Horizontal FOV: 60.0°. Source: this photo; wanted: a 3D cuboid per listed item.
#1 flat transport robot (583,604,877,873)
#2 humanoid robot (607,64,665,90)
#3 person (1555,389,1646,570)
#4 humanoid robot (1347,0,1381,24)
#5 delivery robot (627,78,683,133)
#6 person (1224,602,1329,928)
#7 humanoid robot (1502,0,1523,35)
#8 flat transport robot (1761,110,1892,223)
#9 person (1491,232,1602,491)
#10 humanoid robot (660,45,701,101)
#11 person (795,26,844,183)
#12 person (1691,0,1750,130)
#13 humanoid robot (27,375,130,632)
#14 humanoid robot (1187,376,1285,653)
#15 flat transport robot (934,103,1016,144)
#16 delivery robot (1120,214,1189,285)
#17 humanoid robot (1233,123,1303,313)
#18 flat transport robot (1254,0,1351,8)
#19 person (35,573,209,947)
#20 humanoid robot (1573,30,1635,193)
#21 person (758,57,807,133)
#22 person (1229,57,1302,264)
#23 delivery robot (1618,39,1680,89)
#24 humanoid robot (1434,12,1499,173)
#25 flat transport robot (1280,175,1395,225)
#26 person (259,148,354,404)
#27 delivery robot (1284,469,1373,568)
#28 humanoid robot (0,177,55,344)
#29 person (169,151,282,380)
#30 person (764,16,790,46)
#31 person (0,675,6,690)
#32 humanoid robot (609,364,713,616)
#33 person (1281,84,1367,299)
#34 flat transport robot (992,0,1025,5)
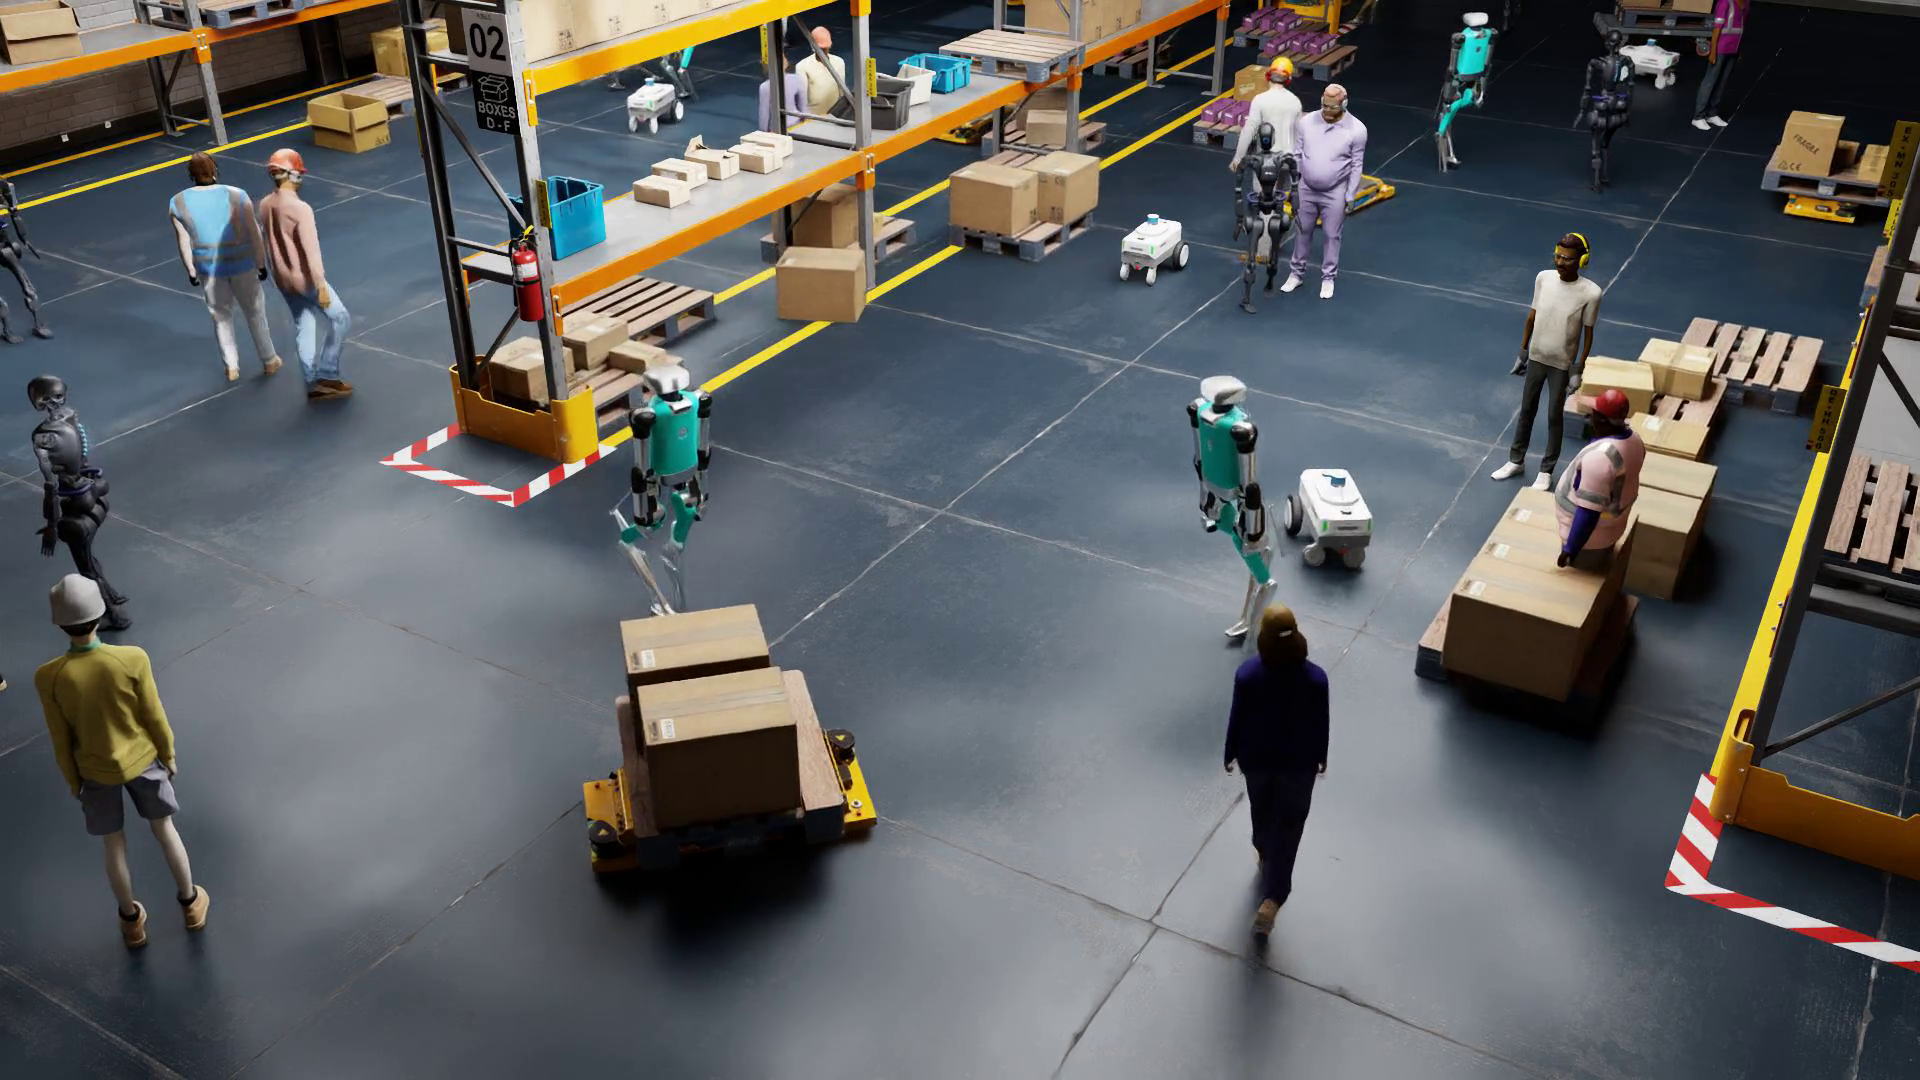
[{"bbox_3d":[-1.199,1.333,8.584,1.431,0.231,0.659,-7,30,-13],"label":"flat transport robot"},{"bbox_3d":[-4.280,-6.568,21.101,1.003,1.760,0.540,-15,33,-25],"label":"humanoid robot"},{"bbox_3d":[3.589,-0.053,9.527,0.419,1.755,0.613,23,37,35],"label":"person"},{"bbox_3d":[6.008,-8.402,24.357,0.543,1.833,0.765,-23,37,-35],"label":"humanoid robot"},{"bbox_3d":[-3.676,-5.215,19.865,0.499,0.584,0.783,8,30,13],"label":"delivery robot"},{"bbox_3d":[1.468,1.054,7.738,0.477,1.575,0.747,8,30,13],"label":"person"},{"bbox_3d":[8.049,-8.098,23.870,0.593,1.628,0.750,6,30,10],"label":"humanoid robot"},{"bbox_3d":[9.057,-3.620,17.345,0.659,0.231,1.431,16,33,27],"label":"flat transport robot"},{"bbox_3d":[4.068,-1.221,11.476,0.329,1.871,0.505,-26,38,-37],"label":"person"},{"bbox_3d":[-3.504,-6.284,20.593,0.538,1.834,0.669,24,37,36],"label":"humanoid robot"},{"bbox_3d":[-1.420,-4.448,17.301,0.571,1.749,0.340,-18,34,-28],"label":"person"},{"bbox_3d":[9.009,-5.774,19.553,0.526,1.845,0.322,-16,33,-27],"label":"person"},{"bbox_3d":[-5.242,-0.192,9.848,0.332,1.655,0.599,-2,30,-3],"label":"humanoid robot"},{"bbox_3d":[1.707,-0.150,9.751,0.788,1.805,0.557,-16,33,-26],"label":"humanoid robot"},{"bbox_3d":[0.168,-5.002,19.790,0.659,0.231,1.431,17,34,27],"label":"flat transport robot"},{"bbox_3d":[1.788,-2.736,15.492,0.499,0.595,0.792,15,33,25],"label":"delivery robot"},{"bbox_3d":[2.704,-2.840,14.567,0.625,1.639,0.603,1,29,1],"label":"humanoid robot"},{"bbox_3d":[5.304,-8.478,25.939,1.431,0.231,0.659,21,36,32],"label":"flat transport robot"},{"bbox_3d":[-3.801,1.008,7.526,0.478,1.882,0.393,-15,33,-25],"label":"person"},{"bbox_3d":[6.810,-4.509,17.503,0.600,1.645,0.433,-4,30,-8],"label":"humanoid robot"},{"bbox_3d":[-1.765,-4.185,16.976,0.603,1.611,0.340,-20,35,-32],"label":"person"},{"bbox_3d":[2.920,-3.595,15.721,0.661,1.839,0.793,-13,32,-22],"label":"person"},{"bbox_3d":[8.929,-6.208,21.628,0.793,0.590,0.499,25,38,37],"label":"delivery robot"},{"bbox_3d":[5.366,-4.859,18.084,0.562,1.812,0.776,-9,31,-16],"label":"humanoid robot"},{"bbox_3d":[3.869,-3.570,17.256,0.659,0.231,1.431,24,37,36],"label":"flat transport robot"},{"bbox_3d":[-5.011,-1.997,12.764,0.692,1.949,0.494,19,35,30],"label":"person"},{"bbox_3d":[2.448,-0.180,10.986,0.523,0.612,0.783,-1,30,-2],"label":"delivery robot"},{"bbox_3d":[-8.014,-2.436,13.814,0.412,1.653,0.601,20,35,31],"label":"humanoid robot"},{"bbox_3d":[-5.810,-2.165,13.175,0.621,1.844,0.429,-9,31,-16],"label":"person"},{"bbox_3d":[-2.582,-7.741,22.942,0.536,1.932,0.501,6,30,11],"label":"person"},{"bbox_3d":[-5.767,0.003,9.222,0.367,1.959,0.604,-20,35,-31],"label":"person"},{"bbox_3d":[-1.818,-0.213,9.946,0.540,1.897,0.726,-26,39,-38],"label":"humanoid robot"},{"bbox_3d":[3.213,-3.088,14.749,0.636,1.902,0.409,15,33,24],"label":"person"},{"bbox_3d":[1.134,-8.664,26.269,1.431,0.231,0.659,-21,36,-33],"label":"flat transport robot"}]
